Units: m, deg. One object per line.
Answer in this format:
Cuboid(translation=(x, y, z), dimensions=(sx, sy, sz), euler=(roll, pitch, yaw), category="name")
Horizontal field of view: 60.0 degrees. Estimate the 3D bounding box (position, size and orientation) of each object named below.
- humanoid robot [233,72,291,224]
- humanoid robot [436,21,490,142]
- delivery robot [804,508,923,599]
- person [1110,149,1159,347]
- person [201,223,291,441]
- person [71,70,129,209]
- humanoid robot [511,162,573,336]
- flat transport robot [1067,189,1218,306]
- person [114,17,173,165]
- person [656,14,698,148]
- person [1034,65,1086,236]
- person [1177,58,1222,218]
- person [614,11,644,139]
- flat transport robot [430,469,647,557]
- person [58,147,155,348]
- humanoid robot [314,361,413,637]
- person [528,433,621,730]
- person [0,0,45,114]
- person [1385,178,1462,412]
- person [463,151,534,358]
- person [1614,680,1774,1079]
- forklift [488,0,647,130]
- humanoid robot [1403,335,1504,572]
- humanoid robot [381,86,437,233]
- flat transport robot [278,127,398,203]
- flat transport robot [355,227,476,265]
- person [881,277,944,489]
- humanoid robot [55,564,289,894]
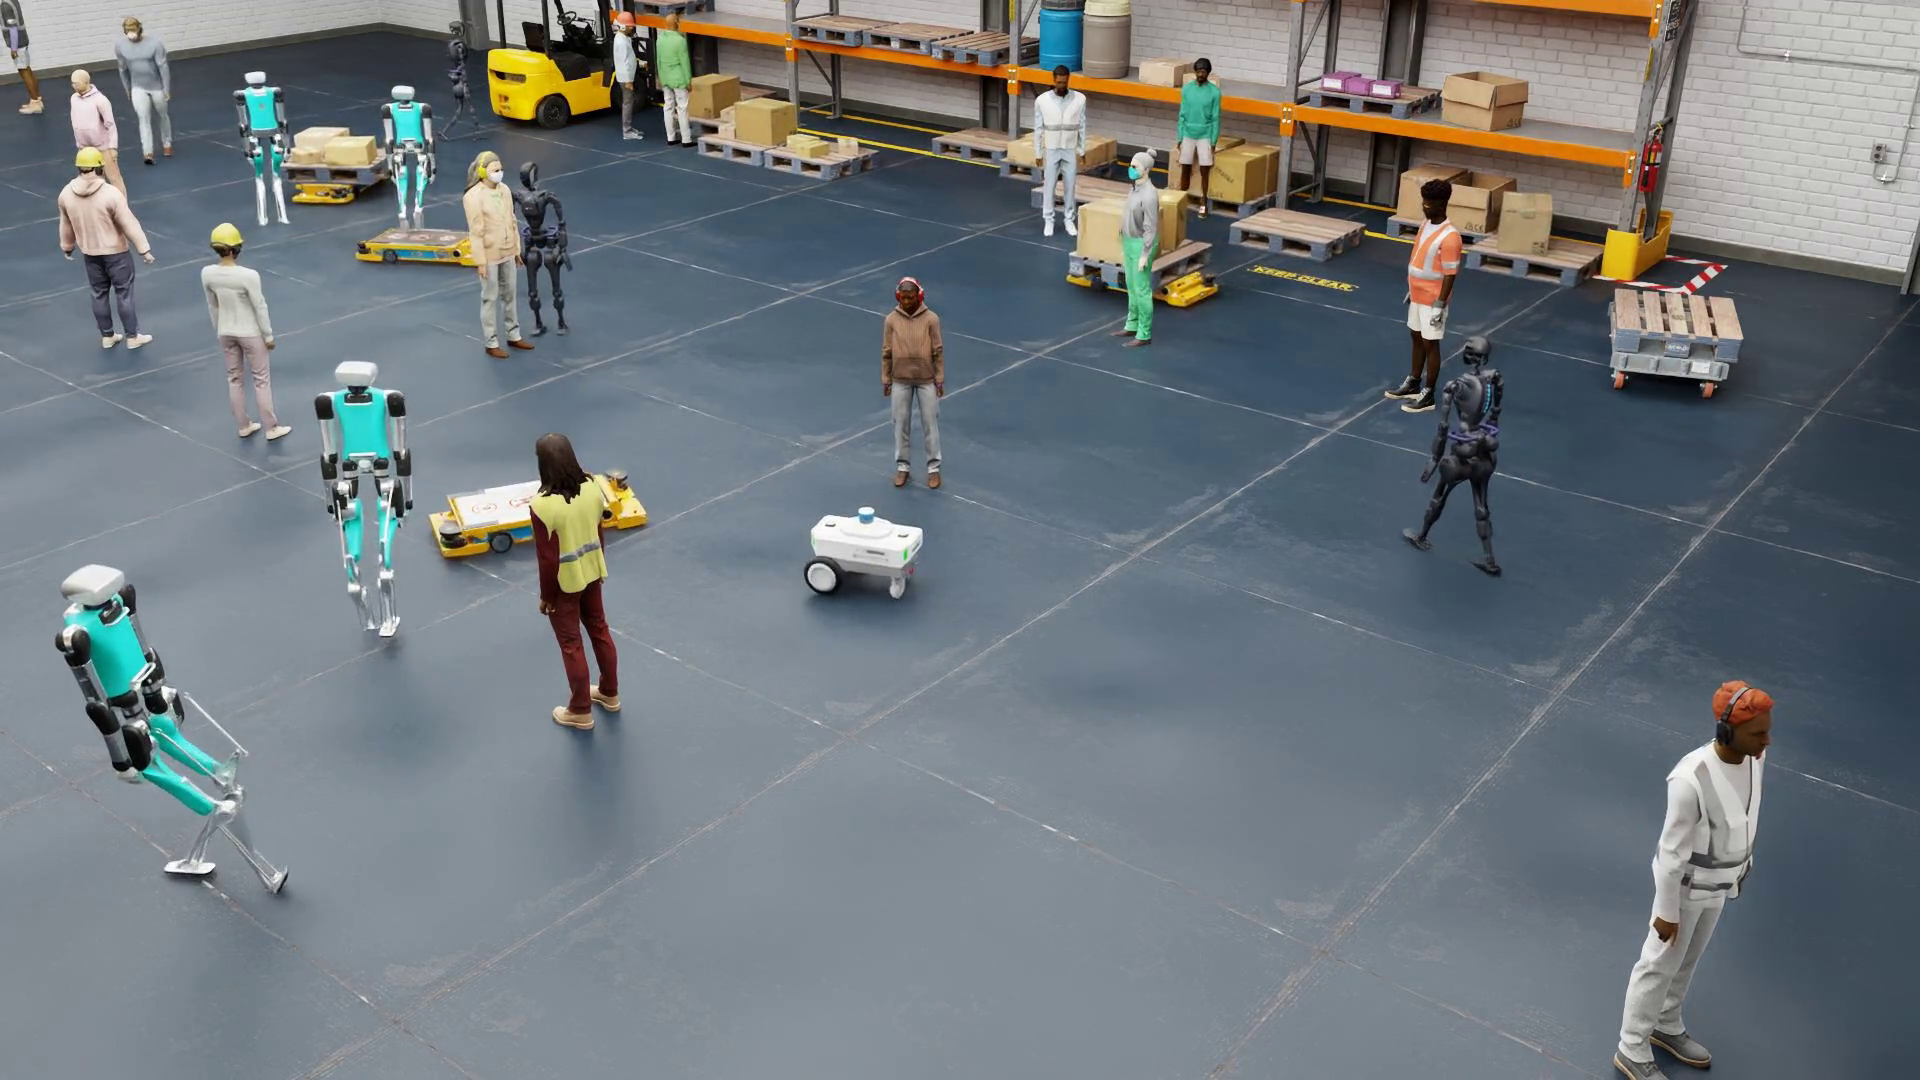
Cuboid(translation=(-8.058, -4.549, 19.296), dimensions=(0.539, 1.786, 0.668), euler=(-14, 29, -26), category="humanoid robot")
Cuboid(translation=(-7.059, -6.407, 23.283), dimensions=(0.696, 1.642, 0.600), euler=(-12, 28, -23), category="humanoid robot")
Cuboid(translation=(-0.645, 0.071, 11.110), dimensions=(0.780, 0.609, 0.525), euler=(8, 27, 17), category="delivery robot")
Cuboid(translation=(1.640, -2.701, 15.370), dimensions=(0.335, 1.830, 0.522), euler=(-6, 26, -12), category="person")
Cuboid(translation=(-5.722, -1.653, 13.282), dimensions=(0.524, 1.760, 0.332), euler=(6, 26, 13), category="person")
Cuboid(translation=(-9.948, -4.529, 19.211), dimensions=(0.522, 1.780, 0.406), euler=(6, 26, 11), category="person")
Cuboid(translation=(-3.924, -2.734, 15.616), dimensions=(0.588, 1.649, 0.359), euler=(3, 26, 6), category="humanoid robot")
Cuboid(translation=(1.869, -2.689, 17.139), dimensions=(1.431, 0.231, 0.659), euler=(18, 31, 33), category="flat transport robot")
Cuboid(translation=(-10.797, -5.976, 22.095), dimensions=(0.632, 1.881, 1.017), euler=(-8, 27, -16), category="person")
Cuboid(translation=(-3.915, -6.319, 22.920), dimensions=(0.537, 1.782, 0.387), euler=(16, 30, 29), category="person")
Cuboid(translation=(1.125, -4.406, 18.818), dimensions=(0.597, 1.907, 0.413), euler=(-3, 26, -7), category="person")
Cuboid(translation=(2.810, -4.737, 19.575), dimensions=(0.501, 1.843, 0.400), euler=(11, 28, 21), category="person")
Cuboid(translation=(-4.671, -6.542, 23.426), dimensions=(0.350, 1.741, 0.568), euler=(-5, 26, -10), category="person")
Cuboid(translation=(-3.040, -0.195, 11.975), dimensions=(1.431, 0.231, 0.659), euler=(-11, 28, -21), category="flat transport robot")
Cuboid(translation=(-7.846, -2.657, 15.250), dimensions=(0.820, 1.856, 0.427), euler=(1, 26, 2), category="person")
Cuboid(translation=(-3.629, -0.140, 10.216), dimensions=(0.547, 1.790, 0.837), euler=(-5, 26, -11), category="humanoid robot")
Cuboid(translation=(-2.163, 0.239, 9.350), dimensions=(0.360, 1.767, 0.473), euler=(16, 30, 30), category="person")
Cuboid(translation=(-14.183, -7.442, 24.946), dimensions=(0.389, 2.040, 0.613), euler=(-8, 27, -15), category="person")
Cuboid(translation=(3.892, -2.038, 13.846), dimensions=(0.368, 1.961, 0.603), euler=(-4, 26, -9), category="person")
Cuboid(translation=(-4.223, -2.596, 15.113), dimensions=(0.405, 1.871, 0.560), euler=(14, 29, 27), category="person")
Cuboid(translation=(3.017, 1.414, 6.788), dimensions=(0.571, 1.882, 0.356), euler=(-20, 32, -35), category="person")
Cuboid(translation=(-5.874, -7.334, 24.552), dimensions=(1.214, 2.155, 2.313), euler=(19, 32, 34), category="forklift")
Cuboid(translation=(3.419, -0.610, 11.266), dimensions=(0.603, 1.622, 0.791), euler=(-13, 29, -25), category="humanoid robot")
Cuboid(translation=(-5.998, -3.969, 18.216), dimensions=(0.530, 1.878, 0.759), euler=(-5, 26, -11), category="humanoid robot")
Cuboid(translation=(-7.741, -4.476, 20.839), dimensions=(0.659, 0.231, 1.431), euler=(2, 26, 4), category="flat transport robot")
Cuboid(translation=(-5.809, -3.210, 18.218), dimensions=(1.431, 0.231, 0.659), euler=(4, 26, 8), category="flat transport robot")
Cuboid(translation=(-0.350, -1.183, 12.440), dimensions=(0.474, 1.641, 0.337), euler=(2, 26, 4), category="person")
Cuboid(translation=(-3.652, 0.963, 7.952), dimensions=(0.887, 1.834, 0.558), euler=(1, 26, 2), category="humanoid robot")
